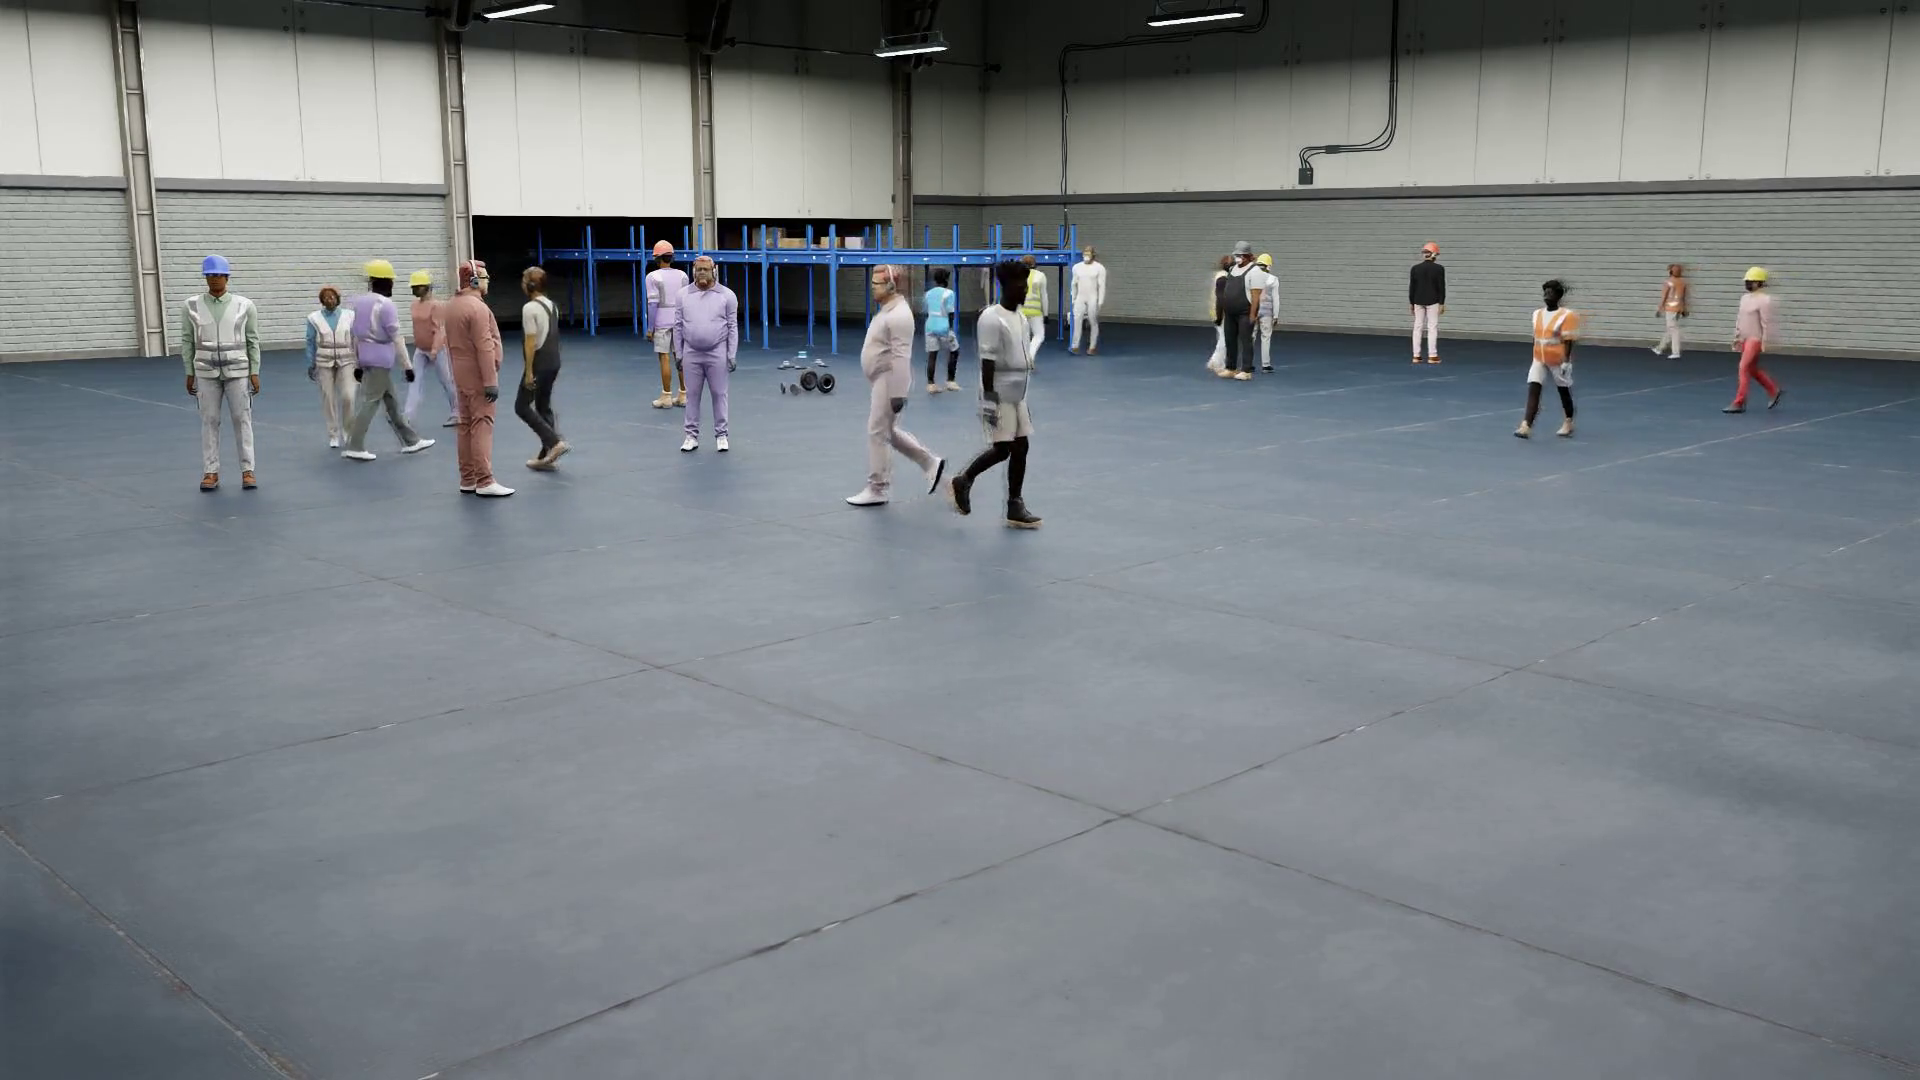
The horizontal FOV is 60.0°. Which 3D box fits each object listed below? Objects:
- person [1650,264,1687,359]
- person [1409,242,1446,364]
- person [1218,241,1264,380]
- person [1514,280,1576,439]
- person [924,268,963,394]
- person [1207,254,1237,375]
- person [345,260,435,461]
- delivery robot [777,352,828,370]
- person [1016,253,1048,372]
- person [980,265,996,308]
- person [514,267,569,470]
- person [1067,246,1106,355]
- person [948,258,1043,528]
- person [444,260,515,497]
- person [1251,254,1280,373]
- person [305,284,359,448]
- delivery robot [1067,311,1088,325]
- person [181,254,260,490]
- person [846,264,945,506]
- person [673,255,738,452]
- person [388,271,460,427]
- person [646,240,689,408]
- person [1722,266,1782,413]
[{"bbox_3d":[12.204,-3.943,28.695,0.541,1.599,0.807,-5,12,-27],"label":"person"},{"bbox_3d":[7.801,-3.948,27.722,0.628,1.991,0.398,9,13,39],"label":"person"},{"bbox_3d":[4.127,-3.370,24.519,0.535,2.000,0.697,-6,12,-31],"label":"person"},{"bbox_3d":[6.176,-1.880,17.345,0.924,1.647,0.537,-8,13,-37],"label":"person"},{"bbox_3d":[-0.218,-2.798,22.259,0.546,1.666,0.666,8,13,38],"label":"person"},{"bbox_3d":[4.023,-3.410,25.219,0.435,1.823,0.666,3,11,14],"label":"person"},{"bbox_3d":[-5.475,-1.708,15.795,0.609,1.874,0.992,10,14,42],"label":"person"},{"bbox_3d":[-2.133,-2.437,22.521,0.698,0.223,0.335,-8,13,-36],"label":"delivery robot"},{"bbox_3d":[1.059,-3.484,25.602,0.648,1.828,0.459,5,12,27],"label":"person"},{"bbox_3d":[0.789,-6.473,42.453,0.524,1.630,0.310,-1,10,-3],"label":"person"},{"bbox_3d":[-3.791,-1.534,14.969,0.420,1.827,0.533,3,11,16],"label":"person"},{"bbox_3d":[2.205,-4.188,29.237,0.655,1.899,0.930,4,11,23],"label":"person"},{"bbox_3d":[0.274,-1.066,12.091,0.637,1.946,0.629,6,12,30],"label":"person"},{"bbox_3d":[-3.923,-1.314,13.562,0.409,1.907,0.651,-8,13,-39],"label":"person"},{"bbox_3d":[4.678,-3.513,25.780,0.586,1.823,0.403,6,12,31],"label":"person"},{"bbox_3d":[-6.221,-1.722,16.553,0.537,1.621,0.504,-4,11,-19],"label":"person"},{"bbox_3d":[2.666,-5.051,37.485,0.477,0.478,0.707,4,11,20],"label":"delivery robot"},{"bbox_3d":[-6.177,-1.404,13.931,0.605,1.951,0.380,-3,11,-18],"label":"person"},{"bbox_3d":[-0.513,-1.222,13.091,0.757,1.884,0.652,-2,11,-10],"label":"person"},{"bbox_3d":[-2.507,-1.831,16.367,0.639,1.913,0.409,0,10,0],"label":"person"},{"bbox_3d":[-5.857,-2.079,18.235,0.537,1.718,0.906,6,12,31],"label":"person"},{"bbox_3d":[-3.621,-2.659,20.516,0.391,2.045,0.608,10,14,43],"label":"person"},{"bbox_3d":[9.583,-2.409,19.972,0.766,1.743,0.519,-1,10,-5],"label":"person"}]
